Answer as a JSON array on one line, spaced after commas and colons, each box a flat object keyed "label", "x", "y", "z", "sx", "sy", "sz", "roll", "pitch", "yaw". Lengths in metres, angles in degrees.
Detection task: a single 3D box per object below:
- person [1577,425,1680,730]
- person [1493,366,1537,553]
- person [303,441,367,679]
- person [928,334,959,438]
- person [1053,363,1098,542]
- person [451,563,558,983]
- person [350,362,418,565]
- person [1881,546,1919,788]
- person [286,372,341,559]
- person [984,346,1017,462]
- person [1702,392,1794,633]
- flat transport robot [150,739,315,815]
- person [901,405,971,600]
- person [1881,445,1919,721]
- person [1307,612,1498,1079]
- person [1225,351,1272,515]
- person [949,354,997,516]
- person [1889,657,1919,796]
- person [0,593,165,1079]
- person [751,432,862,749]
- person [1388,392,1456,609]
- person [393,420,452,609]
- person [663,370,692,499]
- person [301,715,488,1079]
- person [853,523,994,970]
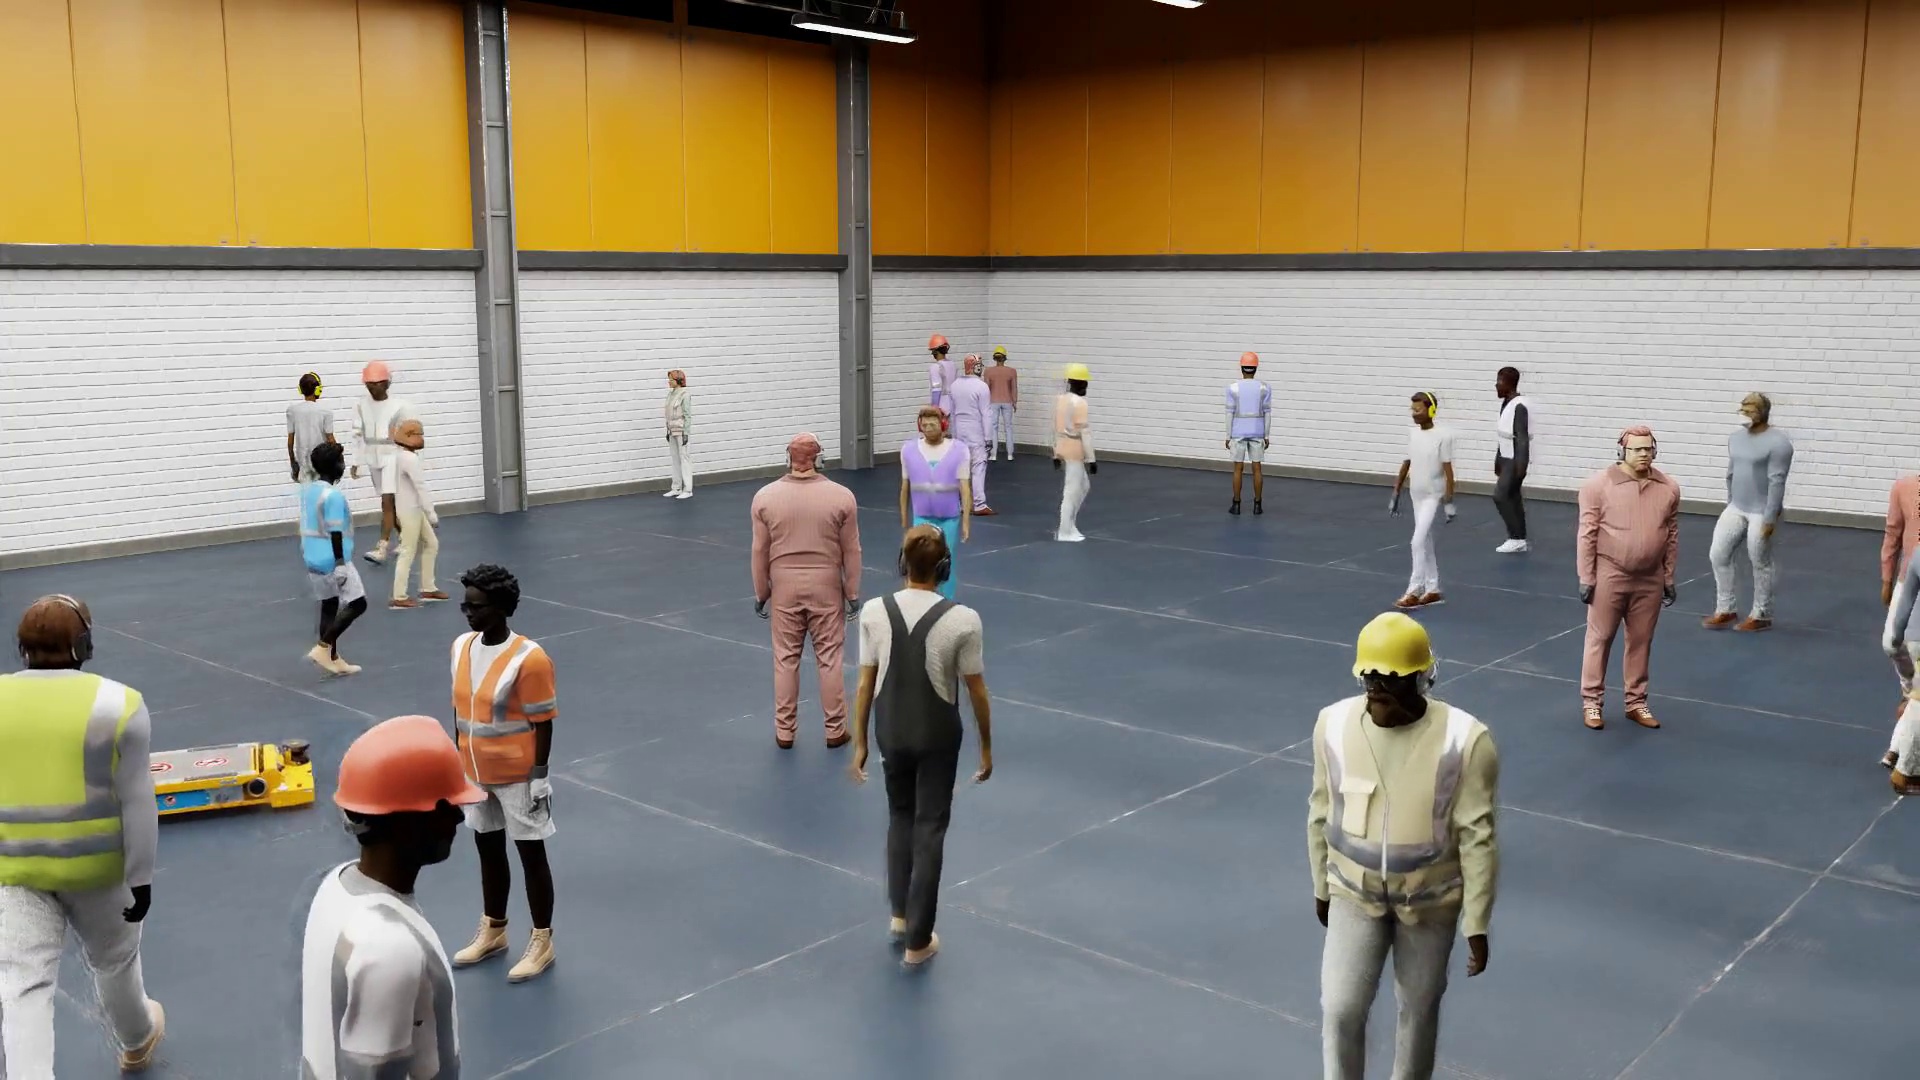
[{"label": "person", "x": 4.183, "y": 0.235, "z": 10.404, "sx": 0.643, "sy": 1.909, "sz": 0.410, "roll": -1, "pitch": 9, "yaw": -4}, {"label": "person", "x": 5.615, "y": -0.807, "z": 16.932, "sx": 0.500, "sy": 1.906, "sz": 0.650, "roll": 1, "pitch": 9, "yaw": 4}, {"label": "person", "x": -4.375, "y": 0.148, "z": 11.617, "sx": 0.361, "sy": 1.683, "sz": 0.552, "roll": -8, "pitch": 12, "yaw": -40}, {"label": "person", "x": -0.263, "y": -1.752, "z": 22.471, "sx": 0.394, "sy": 2.037, "sz": 0.605, "roll": 5, "pitch": 10, "yaw": 27}, {"label": "person", "x": 1.244, "y": -0.916, "z": 17.610, "sx": 0.504, "sy": 1.905, "sz": 0.601, "roll": -3, "pitch": 10, "yaw": -18}, {"label": "person", "x": -1.845, "y": 0.929, "z": 6.704, "sx": 0.537, "sy": 1.695, "sz": 0.321, "roll": 6, "pitch": 11, "yaw": 31}, {"label": "person", "x": -5.728, "y": -0.771, "z": 16.494, "sx": 0.600, "sy": 1.983, "sz": 1.026, "roll": 2, "pitch": 9, "yaw": 11}, {"label": "person", "x": 5.372, "y": 0.587, "z": 9.099, "sx": 0.376, "sy": 1.605, "sz": 0.534, "roll": -3, "pitch": 10, "yaw": -18}, {"label": "person", "x": -6.448, "y": -0.738, "z": 16.631, "sx": 0.524, "sy": 1.871, "sz": 0.322, "roll": 1, "pitch": 9, "yaw": 4}, {"label": "person", "x": 0.609, "y": -2.074, "z": 25.349, "sx": 0.533, "sy": 1.765, "sz": 0.322, "roll": -1, "pitch": 9, "yaw": -8}, {"label": "person", "x": 6.183, "y": -0.201, "z": 13.099, "sx": 0.653, "sy": 1.915, "sz": 0.650, "roll": -3, "pitch": 10, "yaw": -19}, {"label": "flat transport robot", "x": -4.213, "y": 1.298, "z": 8.843, "sx": 1.431, "sy": 0.197, "sz": 0.652, "roll": -4, "pitch": 10, "yaw": -23}, {"label": "person", "x": -0.190, "y": -0.159, "z": 13.131, "sx": 0.586, "sy": 1.823, "sz": 0.495, "roll": 1, "pitch": 9, "yaw": 7}, {"label": "person", "x": 5.913, "y": 0.248, "z": 10.086, "sx": 0.572, "sy": 1.980, "sz": 0.644, "roll": -8, "pitch": 12, "yaw": -41}, {"label": "person", "x": 1.333, "y": 1.122, "z": 5.130, "sx": 0.609, "sy": 1.798, "sz": 0.751, "roll": 4, "pitch": 10, "yaw": 24}, {"label": "person", "x": 3.404, "y": -1.261, "z": 19.698, "sx": 0.545, "sy": 1.938, "sz": 0.357, "roll": 0, "pitch": 9, "yaw": 2}, {"label": "person", "x": 0.166, "y": -1.240, "z": 19.666, "sx": 0.409, "sy": 1.909, "sz": 0.641, "roll": -9, "pitch": 13, "yaw": -44}, {"label": "person", "x": 3.961, "y": 0.861, "z": 6.473, "sx": 0.626, "sy": 1.908, "sz": 0.594, "roll": 1, "pitch": 9, "yaw": 4}, {"label": "person", "x": -2.986, "y": 1.065, "z": 5.554, "sx": 0.638, "sy": 1.792, "sz": 0.964, "roll": -2, "pitch": 9, "yaw": -13}, {"label": "person", "x": -0.914, "y": 0.305, "z": 9.968, "sx": 0.654, "sy": 1.904, "sz": 0.406, "roll": 0, "pitch": 9, "yaw": 0}, {"label": "person", "x": 3.853, "y": -0.329, "z": 14.127, "sx": 0.768, "sy": 1.843, "sz": 0.575, "roll": -5, "pitch": 10, "yaw": -27}, {"label": "person", "x": -4.576, "y": -0.218, "z": 14.175, "sx": 0.638, "sy": 1.613, "sz": 0.507, "roll": -4, "pitch": 10, "yaw": -24}, {"label": "person", "x": -3.576, "y": -1.342, "z": 21.138, "sx": 0.309, "sy": 1.641, "sz": 0.513, "roll": -7, "pitch": 12, "yaw": -38}, {"label": "person", "x": -1.152, "y": 1.314, "z": 3.589, "sx": 0.656, "sy": 1.912, "sz": 0.546, "roll": -6, "pitch": 11, "yaw": -34}, {"label": "person", "x": -0.133, "y": 0.830, "z": 6.906, "sx": 0.557, "sy": 1.826, "sz": 0.613, "roll": 3, "pitch": 9, "yaw": 16}]
